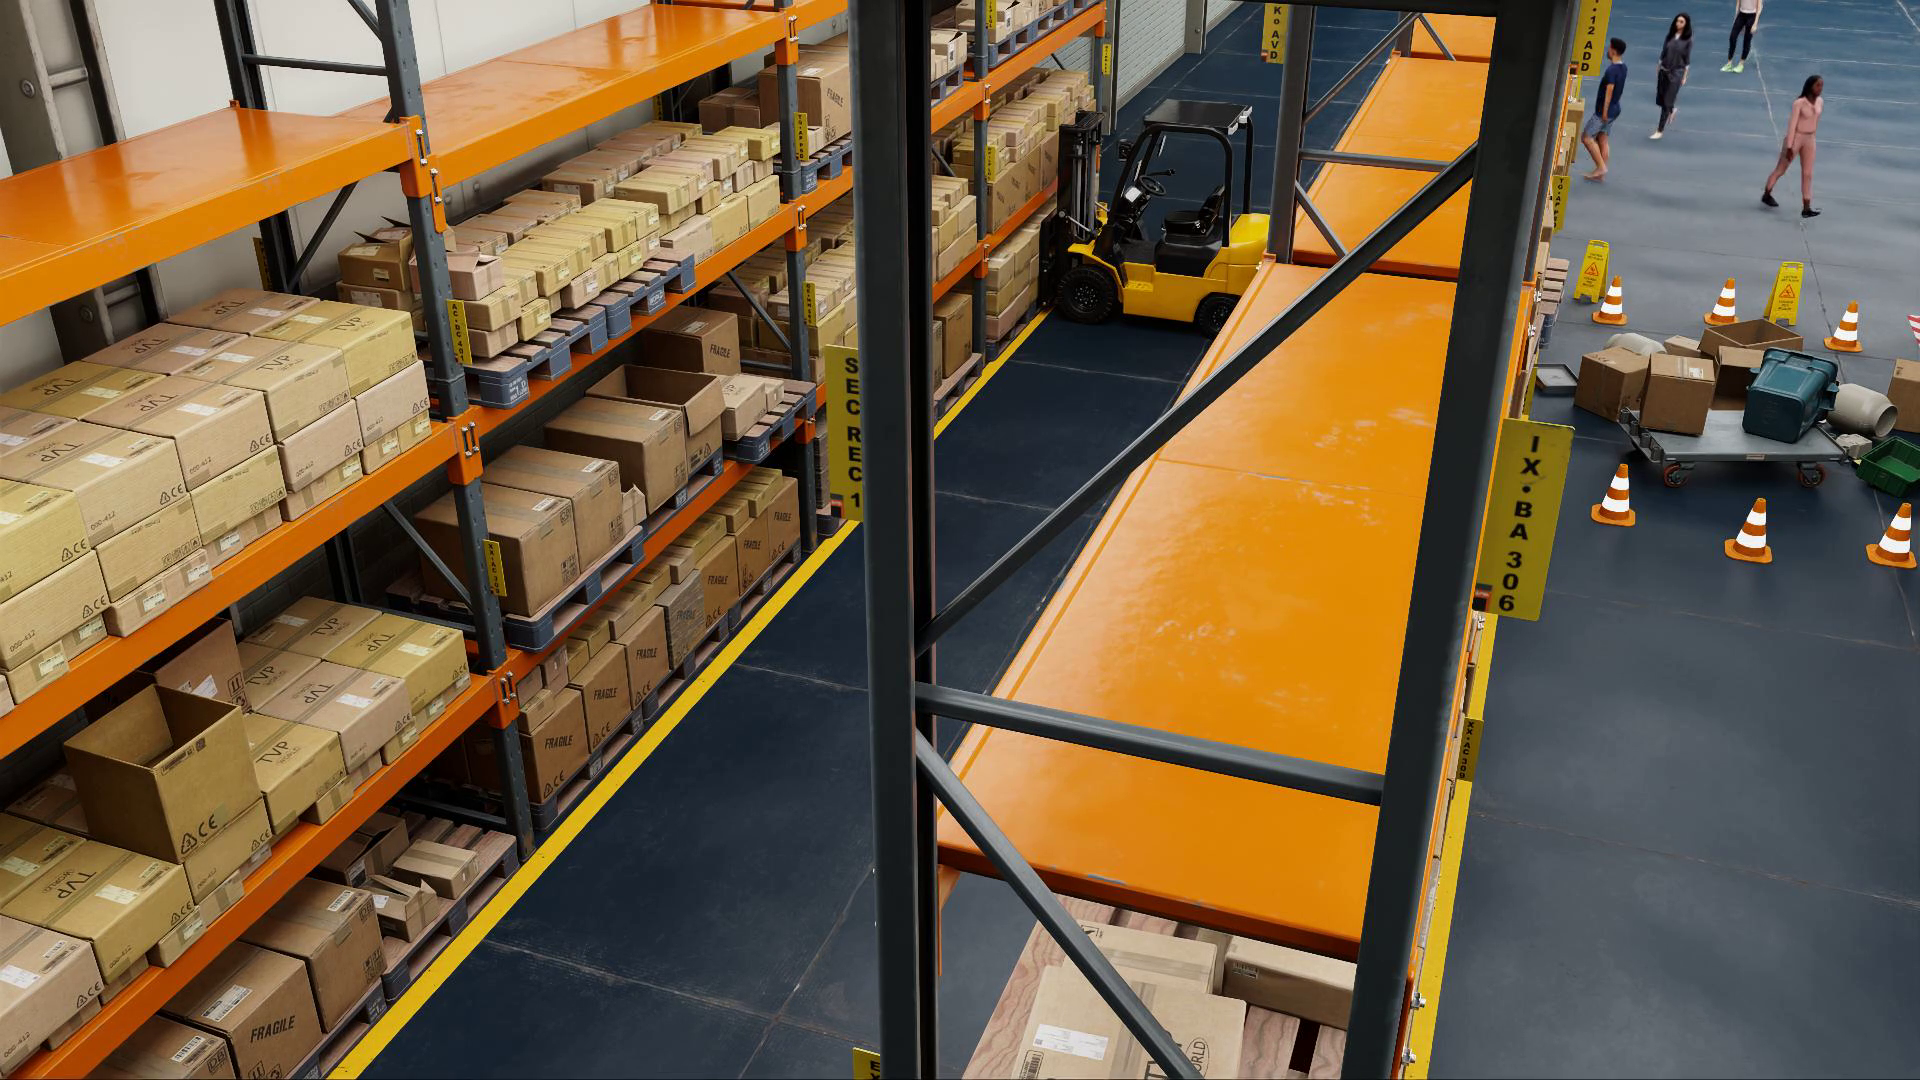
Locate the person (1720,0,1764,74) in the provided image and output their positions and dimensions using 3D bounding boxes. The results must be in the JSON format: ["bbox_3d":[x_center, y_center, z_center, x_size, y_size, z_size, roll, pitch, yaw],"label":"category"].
[{"bbox_3d":[13.071,-8.597,27.516,0.932,1.686,0.838,-22,35,-35],"label":"person"}]

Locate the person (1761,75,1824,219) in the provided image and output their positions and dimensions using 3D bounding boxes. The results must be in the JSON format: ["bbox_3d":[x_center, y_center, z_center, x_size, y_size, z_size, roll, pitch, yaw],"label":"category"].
[{"bbox_3d":[10.262,-4.853,20.503,1.099,1.670,1.244,-8,29,-15],"label":"person"}]

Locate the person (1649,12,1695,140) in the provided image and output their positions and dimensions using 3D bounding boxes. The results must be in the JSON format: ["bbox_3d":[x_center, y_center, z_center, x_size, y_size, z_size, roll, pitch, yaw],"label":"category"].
[{"bbox_3d":[10.235,-6.657,23.812,1.065,1.744,0.898,-22,35,-35],"label":"person"}]

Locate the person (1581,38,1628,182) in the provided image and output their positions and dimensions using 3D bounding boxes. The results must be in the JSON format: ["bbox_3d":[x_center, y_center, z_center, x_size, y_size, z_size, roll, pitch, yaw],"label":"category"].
[{"bbox_3d":[8.514,-5.587,21.705,0.723,1.836,0.803,-25,37,-39],"label":"person"}]
